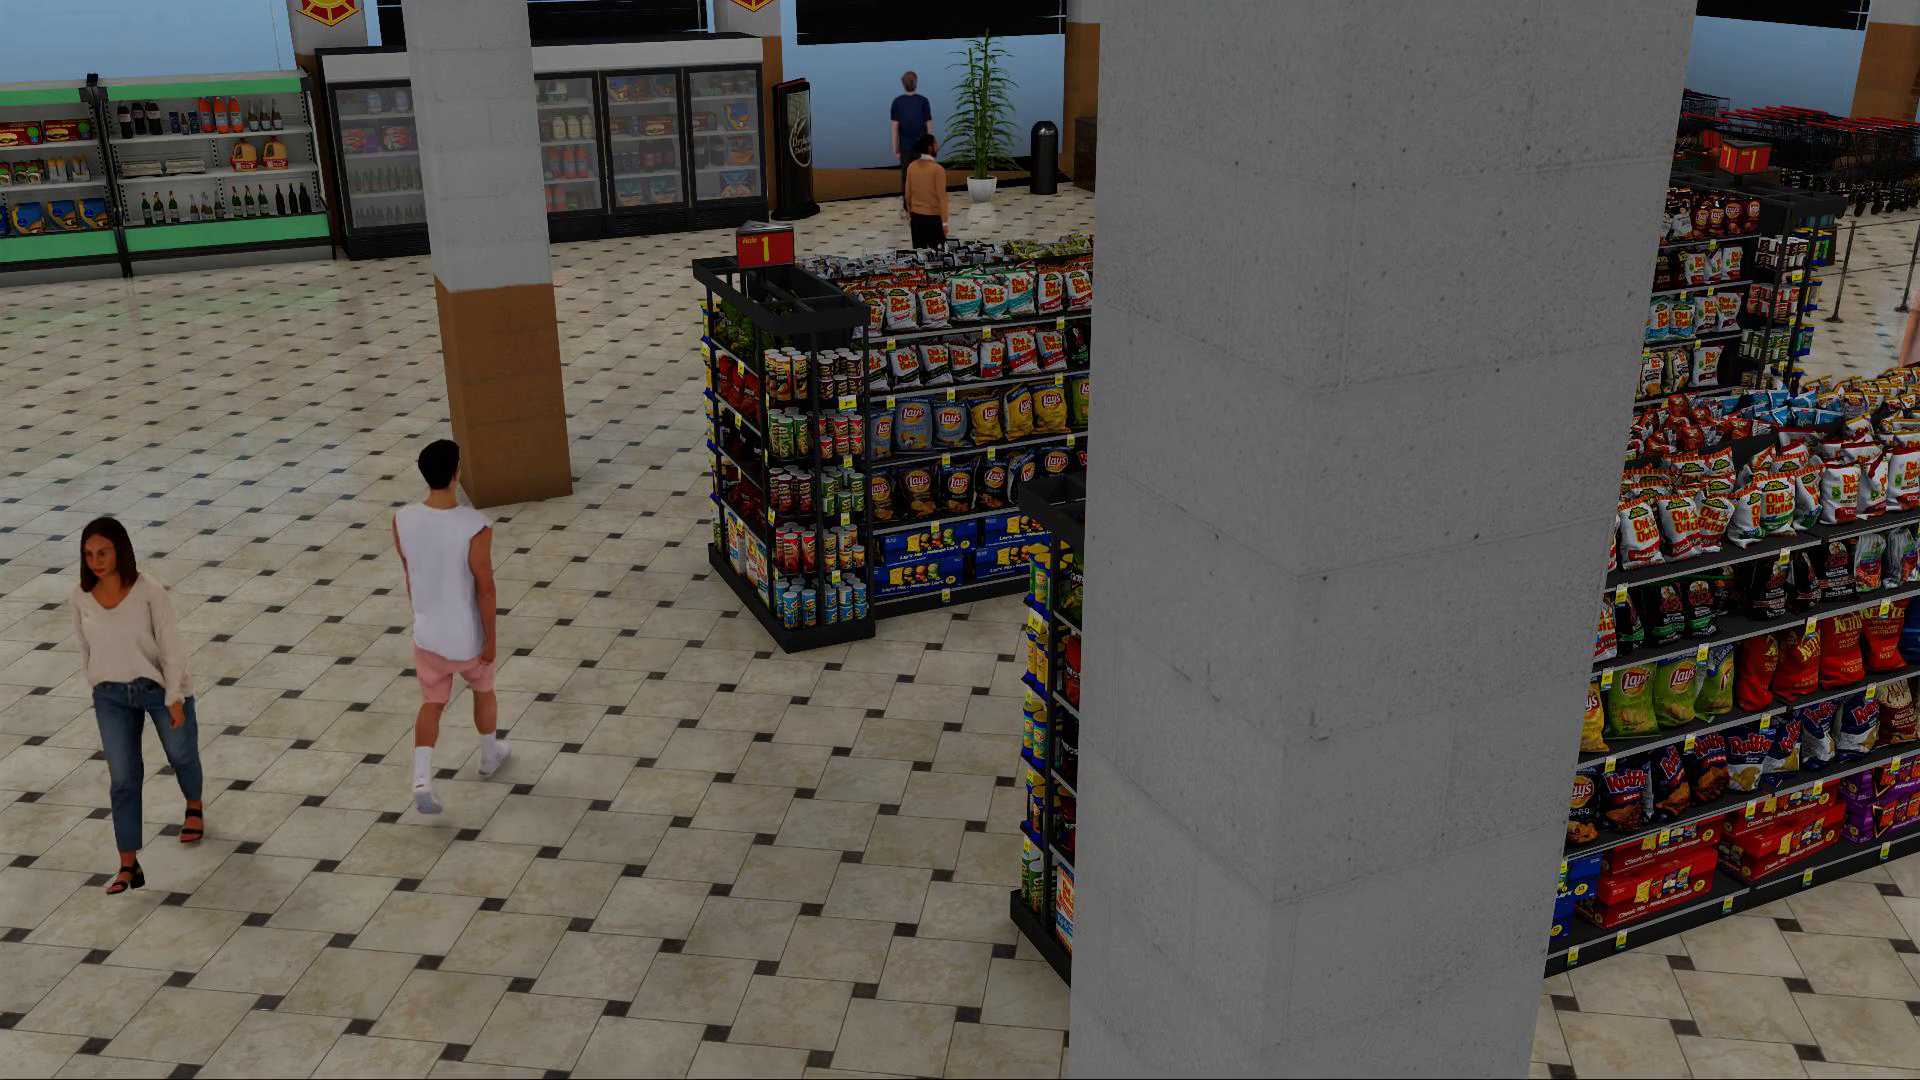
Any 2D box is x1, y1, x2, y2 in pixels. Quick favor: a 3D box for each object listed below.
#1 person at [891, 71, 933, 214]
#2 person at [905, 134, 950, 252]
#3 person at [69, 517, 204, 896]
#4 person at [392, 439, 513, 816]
[{"bbox_3d":[-0.586,-4.959,21.115,1.198,1.827,1.144,3,22,7],"label":"person"},{"bbox_3d":[-0.333,-3.244,16.947,0.749,1.752,0.752,16,27,35],"label":"person"},{"bbox_3d":[-3.580,0.660,7.372,1.065,1.648,0.946,-1,22,-4],"label":"person"},{"bbox_3d":[-2.423,0.438,7.768,1.107,1.765,1.032,2,22,5],"label":"person"}]
